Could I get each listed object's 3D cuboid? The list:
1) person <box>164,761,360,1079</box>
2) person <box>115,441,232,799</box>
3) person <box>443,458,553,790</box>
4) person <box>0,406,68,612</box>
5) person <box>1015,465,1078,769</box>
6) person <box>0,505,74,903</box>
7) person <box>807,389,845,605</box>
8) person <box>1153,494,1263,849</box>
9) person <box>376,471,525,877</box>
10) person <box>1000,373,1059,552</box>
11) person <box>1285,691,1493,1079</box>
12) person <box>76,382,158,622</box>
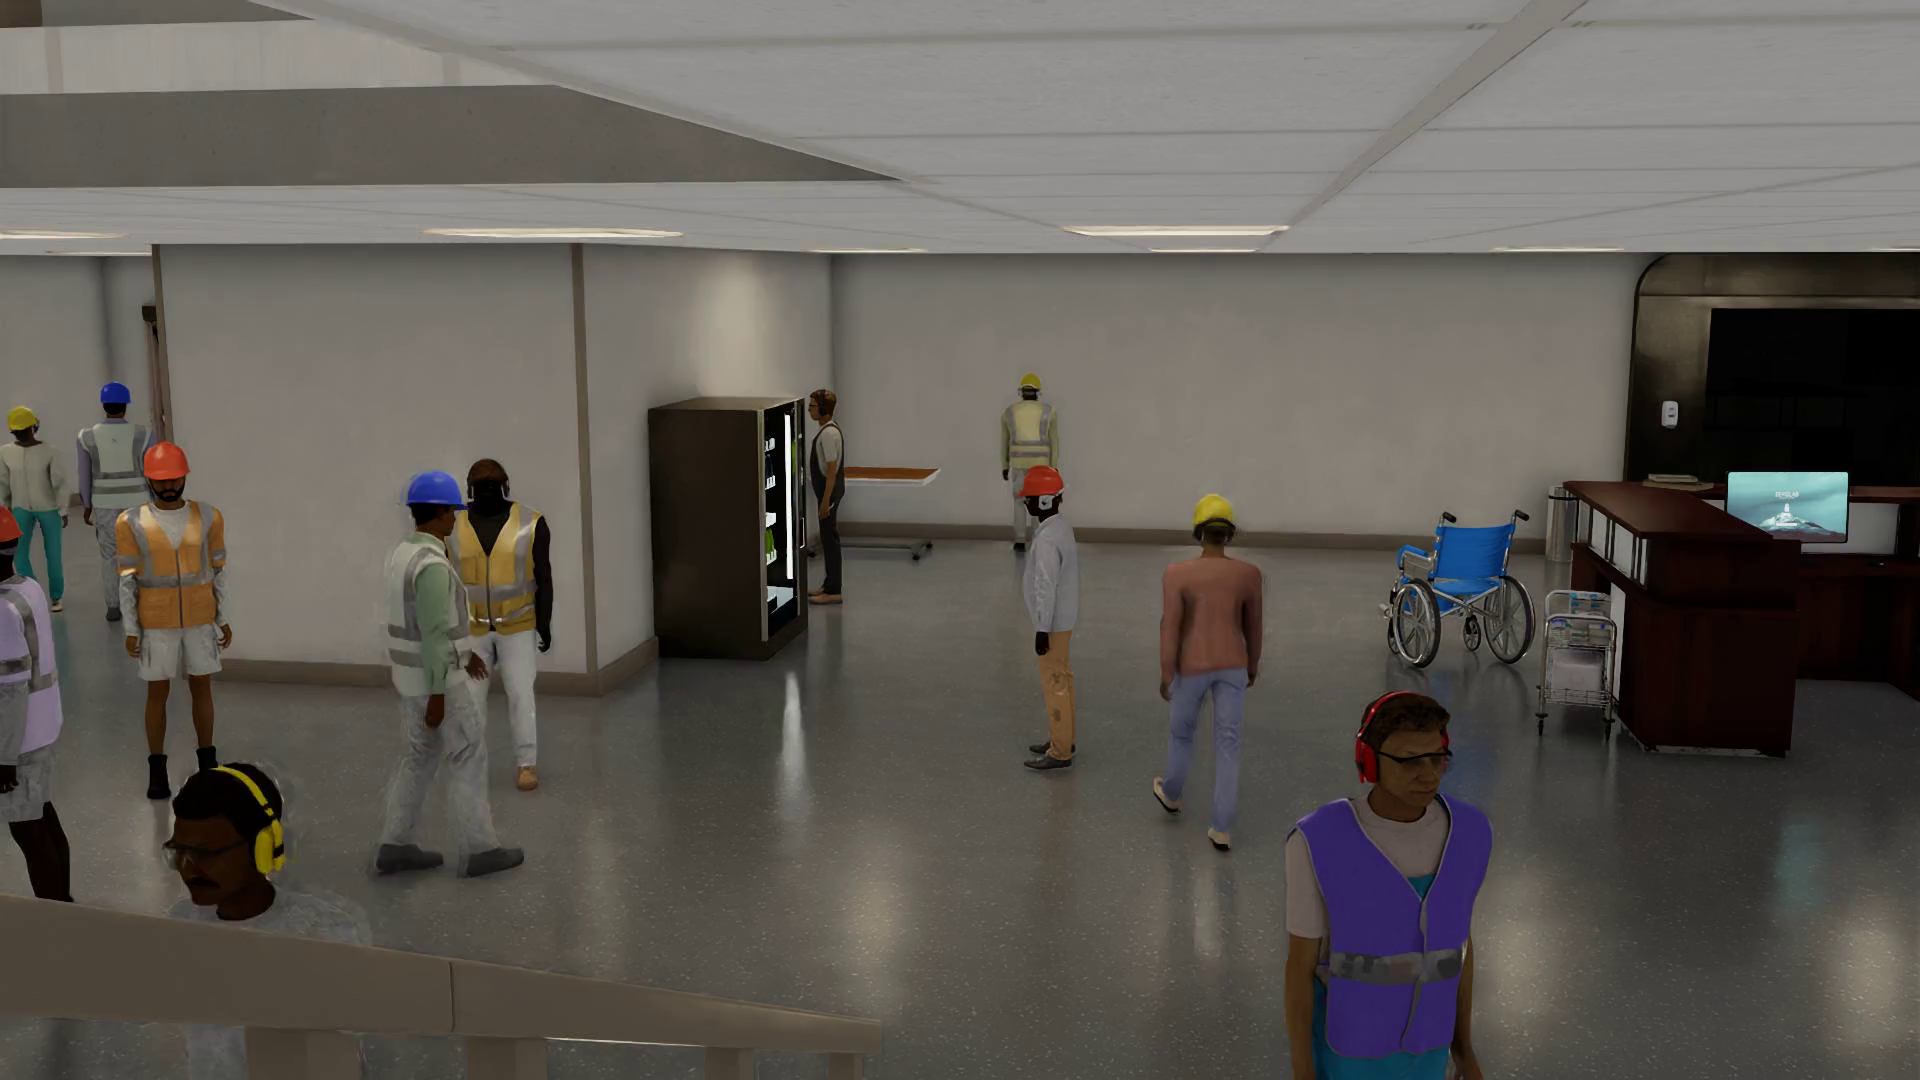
[{"bbox_3d":[-1.502,1.386,3.473,0.517,1.830,0.926,2,9,12],"label":"person"},{"bbox_3d":[-4.239,0.428,9.022,0.549,1.936,0.377,-6,11,-33],"label":"person"},{"bbox_3d":[-2.548,0.467,9.086,0.635,1.839,0.429,-1,9,-9],"label":"person"},{"bbox_3d":[-7.606,-0.232,13.674,0.550,1.728,0.662,-2,10,-15],"label":"person"},{"bbox_3d":[0.493,0.438,9.564,0.361,1.742,0.563,2,9,9],"label":"person"},{"bbox_3d":[-3.871,0.792,6.778,0.373,1.933,0.549,-3,10,-19],"label":"person"},{"bbox_3d":[-1.151,-0.371,14.225,0.334,1.845,0.513,-1,9,-4],"label":"person"},{"bbox_3d":[1.248,0.627,8.422,0.555,1.724,0.854,-1,9,-6],"label":"person"},{"bbox_3d":[-2.484,0.630,7.844,0.656,1.913,0.635,-6,11,-32],"label":"person"},{"bbox_3d":[0.703,-0.781,16.863,0.609,1.809,0.441,2,9,12],"label":"person"},{"bbox_3d":[1.047,1.266,4.149,0.565,1.843,0.396,-4,10,-21],"label":"person"},{"bbox_3d":[-6.819,-0.311,13.544,0.616,1.945,0.404,-3,10,-21],"label":"person"}]
